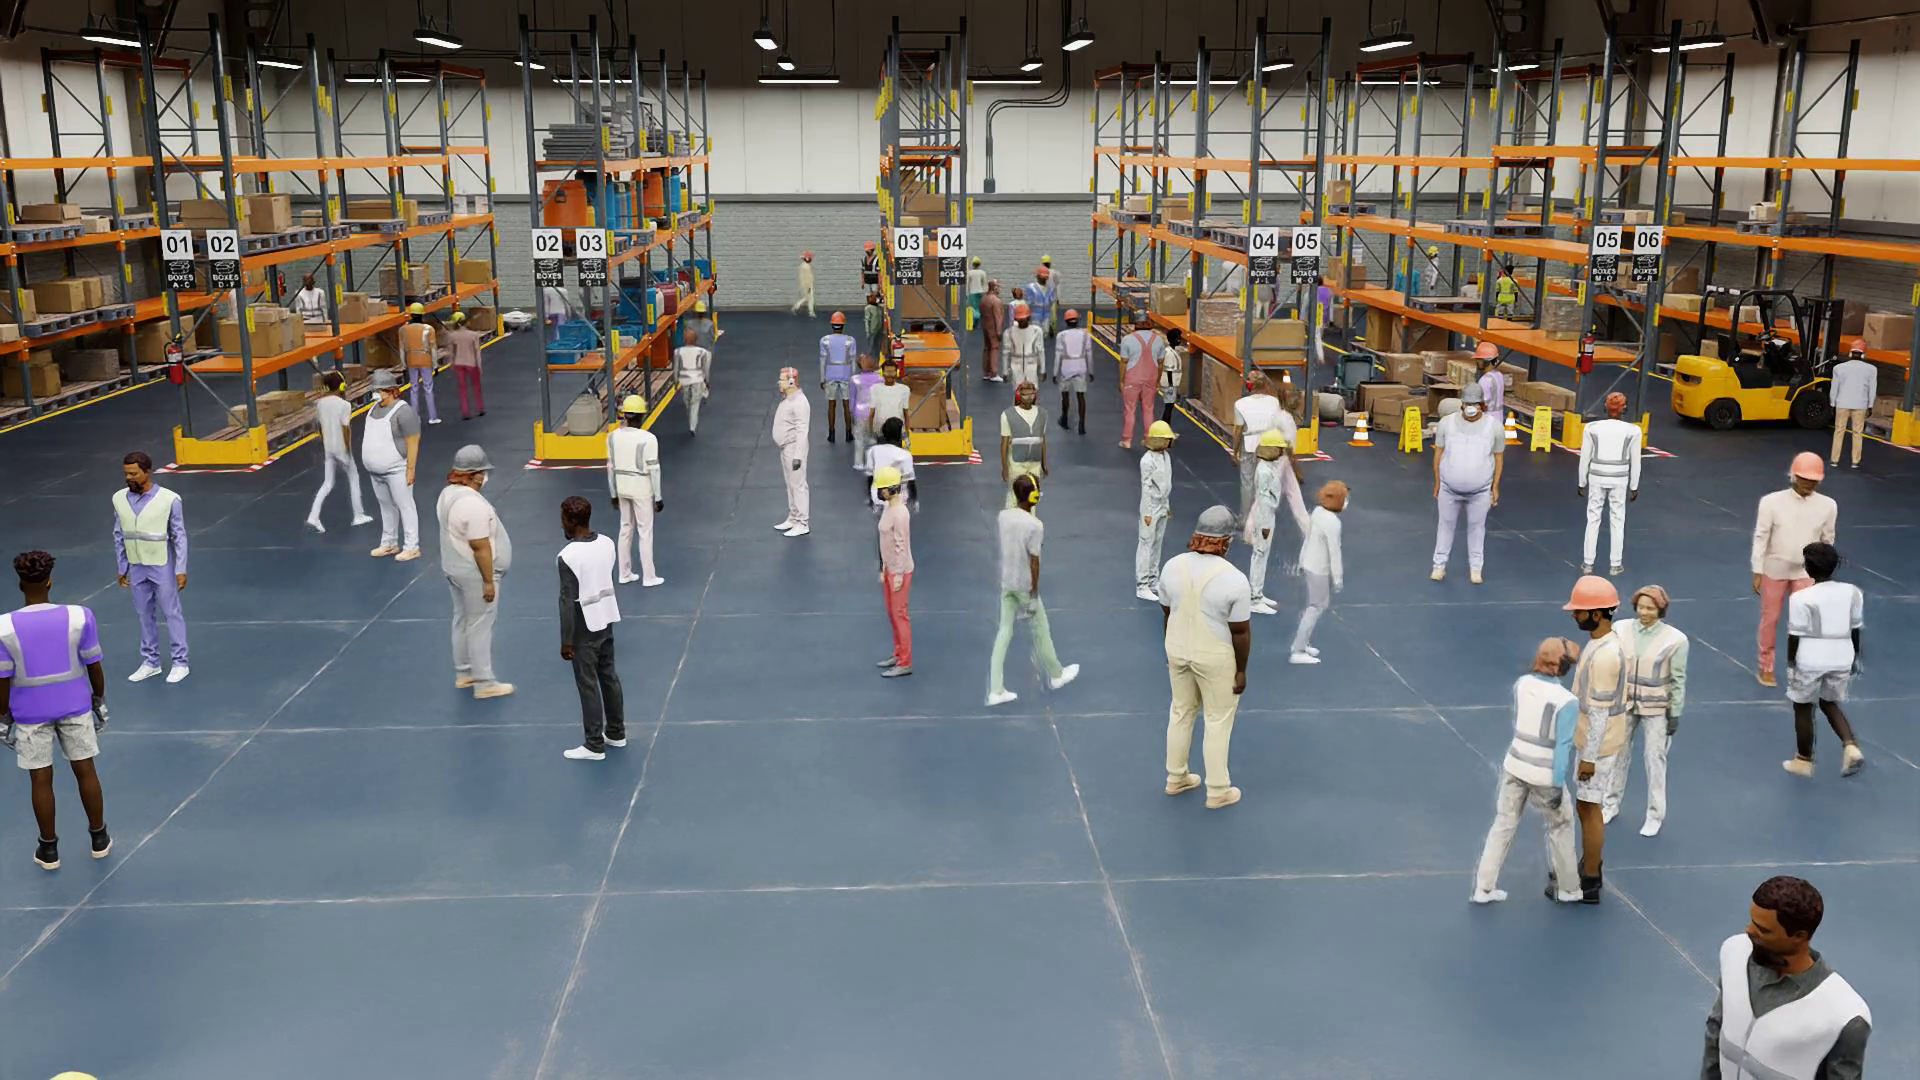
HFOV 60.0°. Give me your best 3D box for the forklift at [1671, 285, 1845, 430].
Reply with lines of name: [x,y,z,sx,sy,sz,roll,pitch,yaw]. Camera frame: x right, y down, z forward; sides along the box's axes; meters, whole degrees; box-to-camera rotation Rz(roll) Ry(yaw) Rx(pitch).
forklift: [12.503,-2.886,26.166,2.313,2.155,1.214,-1,13,-3]

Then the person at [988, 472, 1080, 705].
person: [0.548,0.360,13.201,0.516,1.829,0.946,12,18,42]

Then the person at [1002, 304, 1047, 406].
person: [0.977,-2.587,25.285,0.695,2.013,0.641,1,13,3]

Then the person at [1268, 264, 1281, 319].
person: [7.436,-5.730,39.415,0.282,1.633,0.501,3,14,11]

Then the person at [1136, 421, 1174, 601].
person: [1.915,-0.297,16.163,0.301,1.745,0.483,9,16,32]

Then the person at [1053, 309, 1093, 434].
person: [1.740,-2.610,25.676,0.653,1.864,0.984,-2,13,-8]

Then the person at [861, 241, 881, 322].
person: [-2.233,-6.455,41.646,0.611,2.031,0.411,9,16,34]

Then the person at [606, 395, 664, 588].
person: [-3.235,-0.488,16.605,0.591,1.918,0.395,6,15,25]

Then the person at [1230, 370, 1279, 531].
person: [3.357,-1.011,18.968,0.566,1.847,0.389,-5,14,-22]

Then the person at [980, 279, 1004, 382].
person: [0.638,-3.935,31.230,0.403,1.904,0.651,-6,15,-25]

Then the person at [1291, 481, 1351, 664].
person: [3.034,0.276,14.028,0.456,1.598,0.518,-1,13,-3]

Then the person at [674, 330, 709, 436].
person: [-4.101,-2.403,25.369,0.520,1.603,0.835,0,13,2]

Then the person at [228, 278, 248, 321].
person: [-13.865,-4.173,32.073,0.409,1.986,0.618,-3,14,-13]

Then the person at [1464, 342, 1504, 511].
person: [6.333,-1.372,20.108,0.419,2.034,0.605,9,16,32]

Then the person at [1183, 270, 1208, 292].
person: [5.423,-5.562,38.285,0.608,1.840,0.657,5,14,22]

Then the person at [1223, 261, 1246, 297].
person: [6.841,-6.274,41.195,0.648,1.885,0.727,5,14,19]

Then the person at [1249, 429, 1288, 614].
person: [2.903,-0.186,15.690,0.310,1.743,0.493,3,14,12]

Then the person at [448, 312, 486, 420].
person: [-7.966,-2.831,26.937,0.563,1.715,0.799,0,13,0]

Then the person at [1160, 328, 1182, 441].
person: [3.161,-2.334,24.918,0.320,1.686,0.539,3,14,11]

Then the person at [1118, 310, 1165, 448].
person: [2.616,-2.362,24.274,0.686,2.000,0.535,-4,14,-17]

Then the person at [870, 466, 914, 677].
person: [-0.561,0.254,13.814,0.342,1.752,0.532,-4,14,-16]

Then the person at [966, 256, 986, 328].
person: [0.385,-5.985,40.230,0.540,1.734,0.461,-6,14,-22]

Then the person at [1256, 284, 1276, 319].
person: [6.831,-5.360,37.483,0.583,1.801,1.008,4,14,15]

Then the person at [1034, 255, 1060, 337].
person: [2.003,-5.600,38.266,0.591,1.906,0.768,0,13,-2]

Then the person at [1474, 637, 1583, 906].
person: [3.358,1.341,9.546,0.800,1.591,0.560,-5,14,-21]

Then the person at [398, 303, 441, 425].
person: [-8.535,-2.777,26.274,0.588,1.928,0.383,0,13,0]

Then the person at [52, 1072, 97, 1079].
person: [-2.505,2.358,4.868,0.535,1.767,0.316,-9,16,-34]

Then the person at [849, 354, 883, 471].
person: [-1.237,-1.693,22.336,0.520,1.613,0.741,-6,14,-23]

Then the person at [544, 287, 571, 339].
person: [-8.557,-4.822,35.349,0.533,1.738,0.790,1,13,6]

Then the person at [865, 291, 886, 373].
person: [-1.626,-3.977,31.986,0.276,1.633,0.507,11,17,39]

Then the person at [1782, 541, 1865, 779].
person: [5.946,0.856,11.411,0.549,1.675,0.518,-2,13,-8]
